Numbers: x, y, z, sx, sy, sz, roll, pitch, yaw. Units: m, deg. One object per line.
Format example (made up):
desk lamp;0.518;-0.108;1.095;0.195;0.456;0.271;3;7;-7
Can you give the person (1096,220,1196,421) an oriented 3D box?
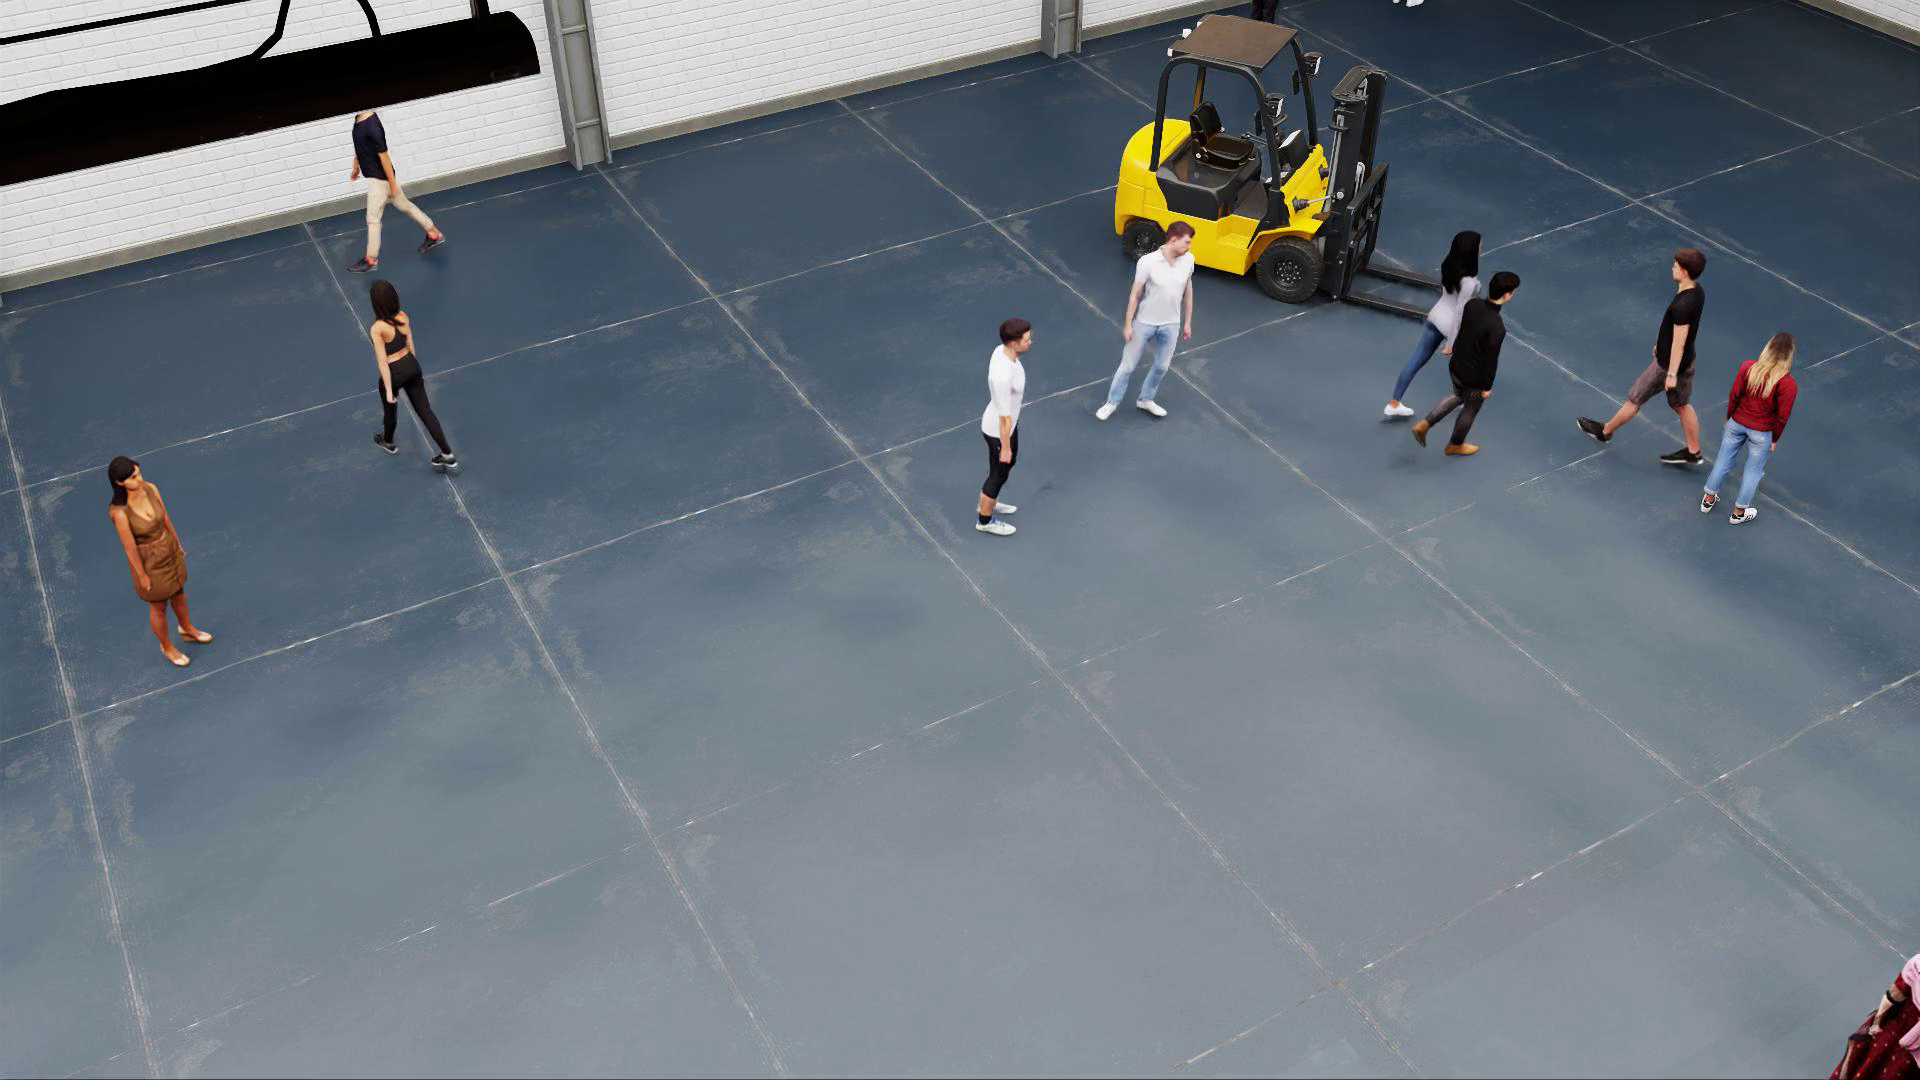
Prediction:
person;1.553;-1.777;13.538;0.667;1.814;1.020;0;39;0

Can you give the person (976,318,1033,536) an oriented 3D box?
person;0.304;-0.859;12.369;0.847;1.838;0.822;4;39;5

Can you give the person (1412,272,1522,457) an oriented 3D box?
person;3.964;-1.349;13.087;0.903;1.708;0.794;-13;40;-16

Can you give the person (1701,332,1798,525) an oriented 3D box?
person;5.968;-0.851;12.524;0.608;1.634;0.650;-31;48;-33

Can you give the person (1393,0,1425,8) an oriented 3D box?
person;5.725;-7.623;20.890;0.593;1.775;0.634;-31;48;-32

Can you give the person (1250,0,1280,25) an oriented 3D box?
person;3.604;-6.557;19.577;0.555;1.748;0.595;-25;45;-28

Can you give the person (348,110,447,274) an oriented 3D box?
person;-5.347;-3.429;15.609;1.182;1.812;0.640;-19;43;-23

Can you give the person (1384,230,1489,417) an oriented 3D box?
person;3.874;-1.703;13.549;1.213;1.684;0.778;-11;40;-14

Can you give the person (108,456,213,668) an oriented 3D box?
person;-5.441;0.133;11.250;0.694;1.685;0.634;9;40;12

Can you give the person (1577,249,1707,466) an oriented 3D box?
person;5.670;-1.361;13.028;1.167;1.800;1.303;20;43;23

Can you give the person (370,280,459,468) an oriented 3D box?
person;-4.314;-1.250;13.055;0.971;1.593;1.101;20;43;23
